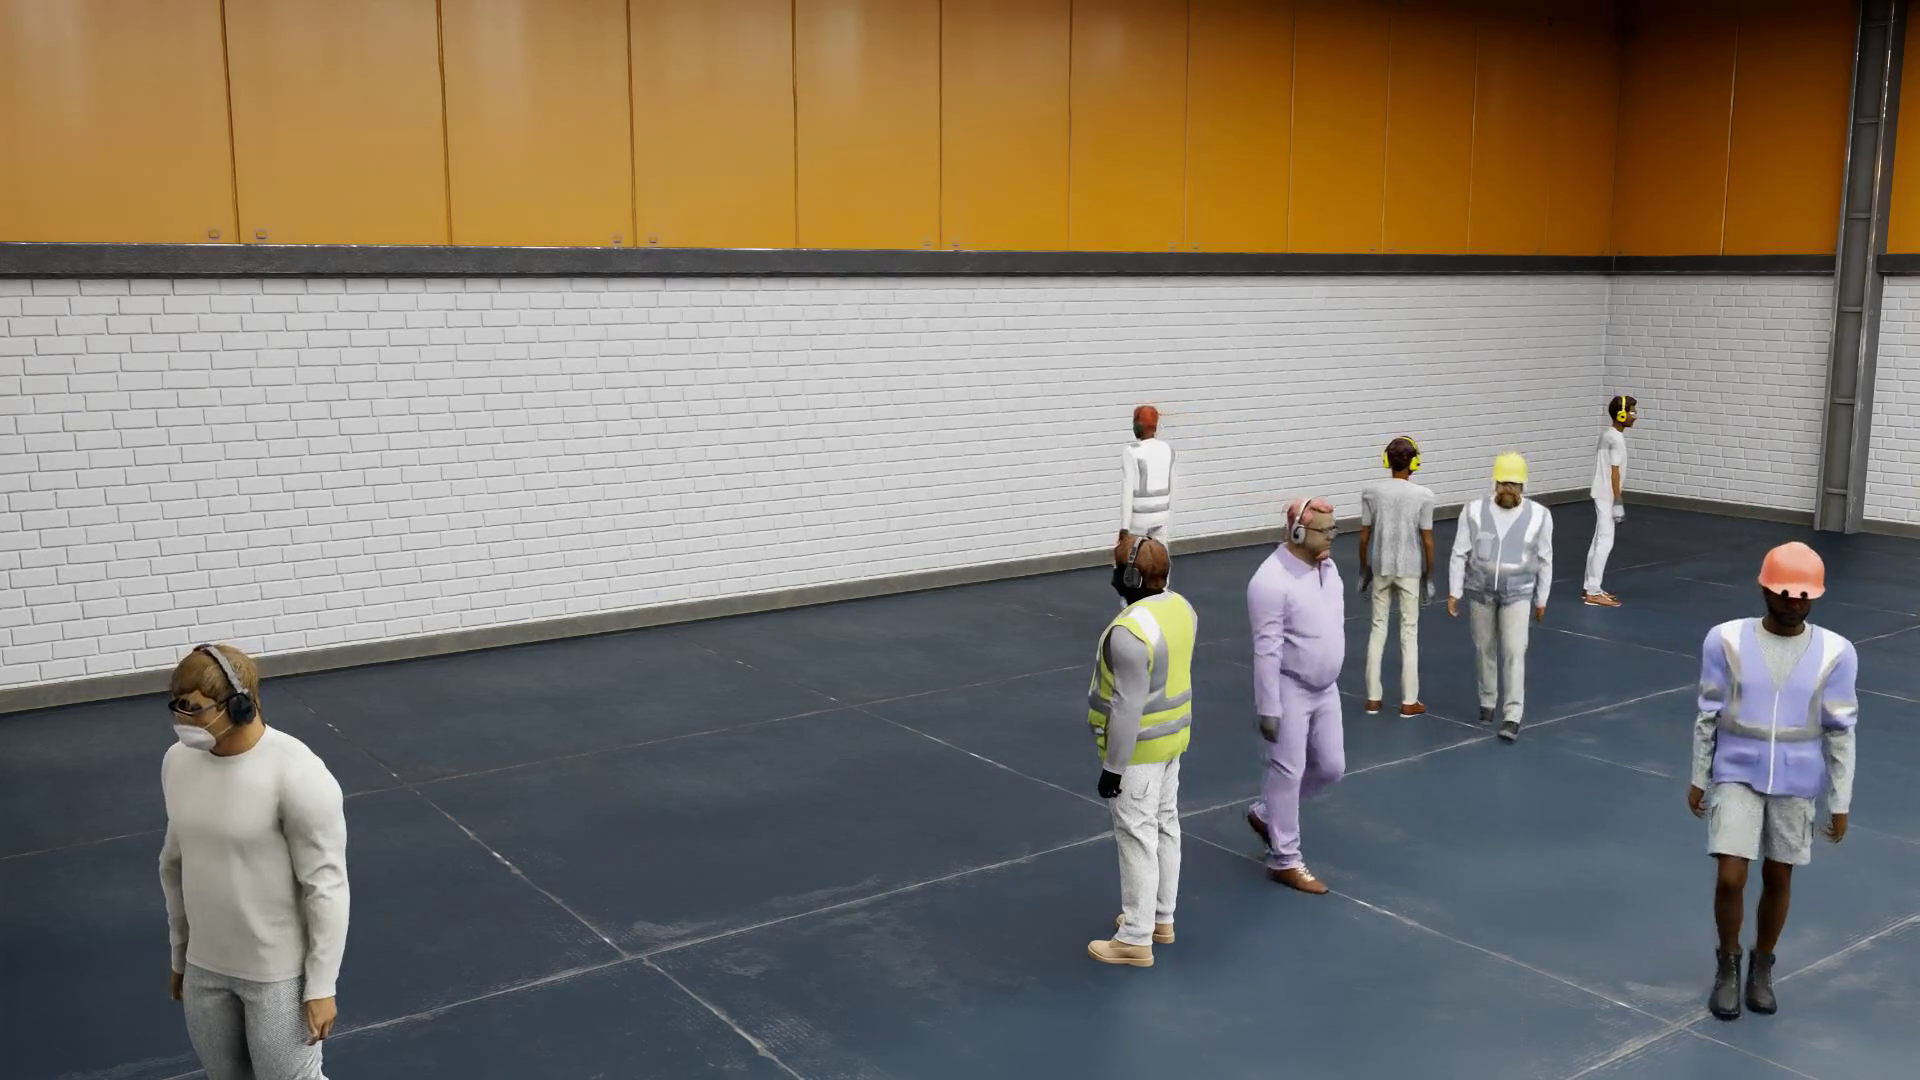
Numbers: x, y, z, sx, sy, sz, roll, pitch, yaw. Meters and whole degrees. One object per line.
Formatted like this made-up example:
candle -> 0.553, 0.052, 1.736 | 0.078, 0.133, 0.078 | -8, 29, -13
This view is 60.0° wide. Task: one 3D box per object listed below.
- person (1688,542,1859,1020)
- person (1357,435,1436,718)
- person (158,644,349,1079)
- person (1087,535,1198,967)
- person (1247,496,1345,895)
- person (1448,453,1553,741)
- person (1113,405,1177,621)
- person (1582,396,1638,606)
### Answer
person -> 3.173, 0.951, 6.501 | 0.569, 1.912, 0.581 | 4, 10, 21
person -> 2.897, 0.243, 11.026 | 0.532, 1.865, 0.310 | 5, 11, 30
person -> -2.021, 1.225, 4.758 | 0.635, 1.932, 0.354 | 4, 10, 25
person -> 0.759, 0.890, 7.110 | 0.429, 1.845, 0.621 | 5, 11, 30
person -> 1.596, 0.726, 7.968 | 0.661, 1.899, 0.490 | -8, 12, -42
person -> 3.423, 0.349, 10.578 | 0.610, 1.796, 0.734 | 4, 10, 25
person -> 1.459, -0.164, 13.531 | 0.615, 1.862, 0.602 | -6, 11, -34
person -> 5.758, -0.349, 14.727 | 0.349, 1.859, 0.505 | 2, 10, 15
